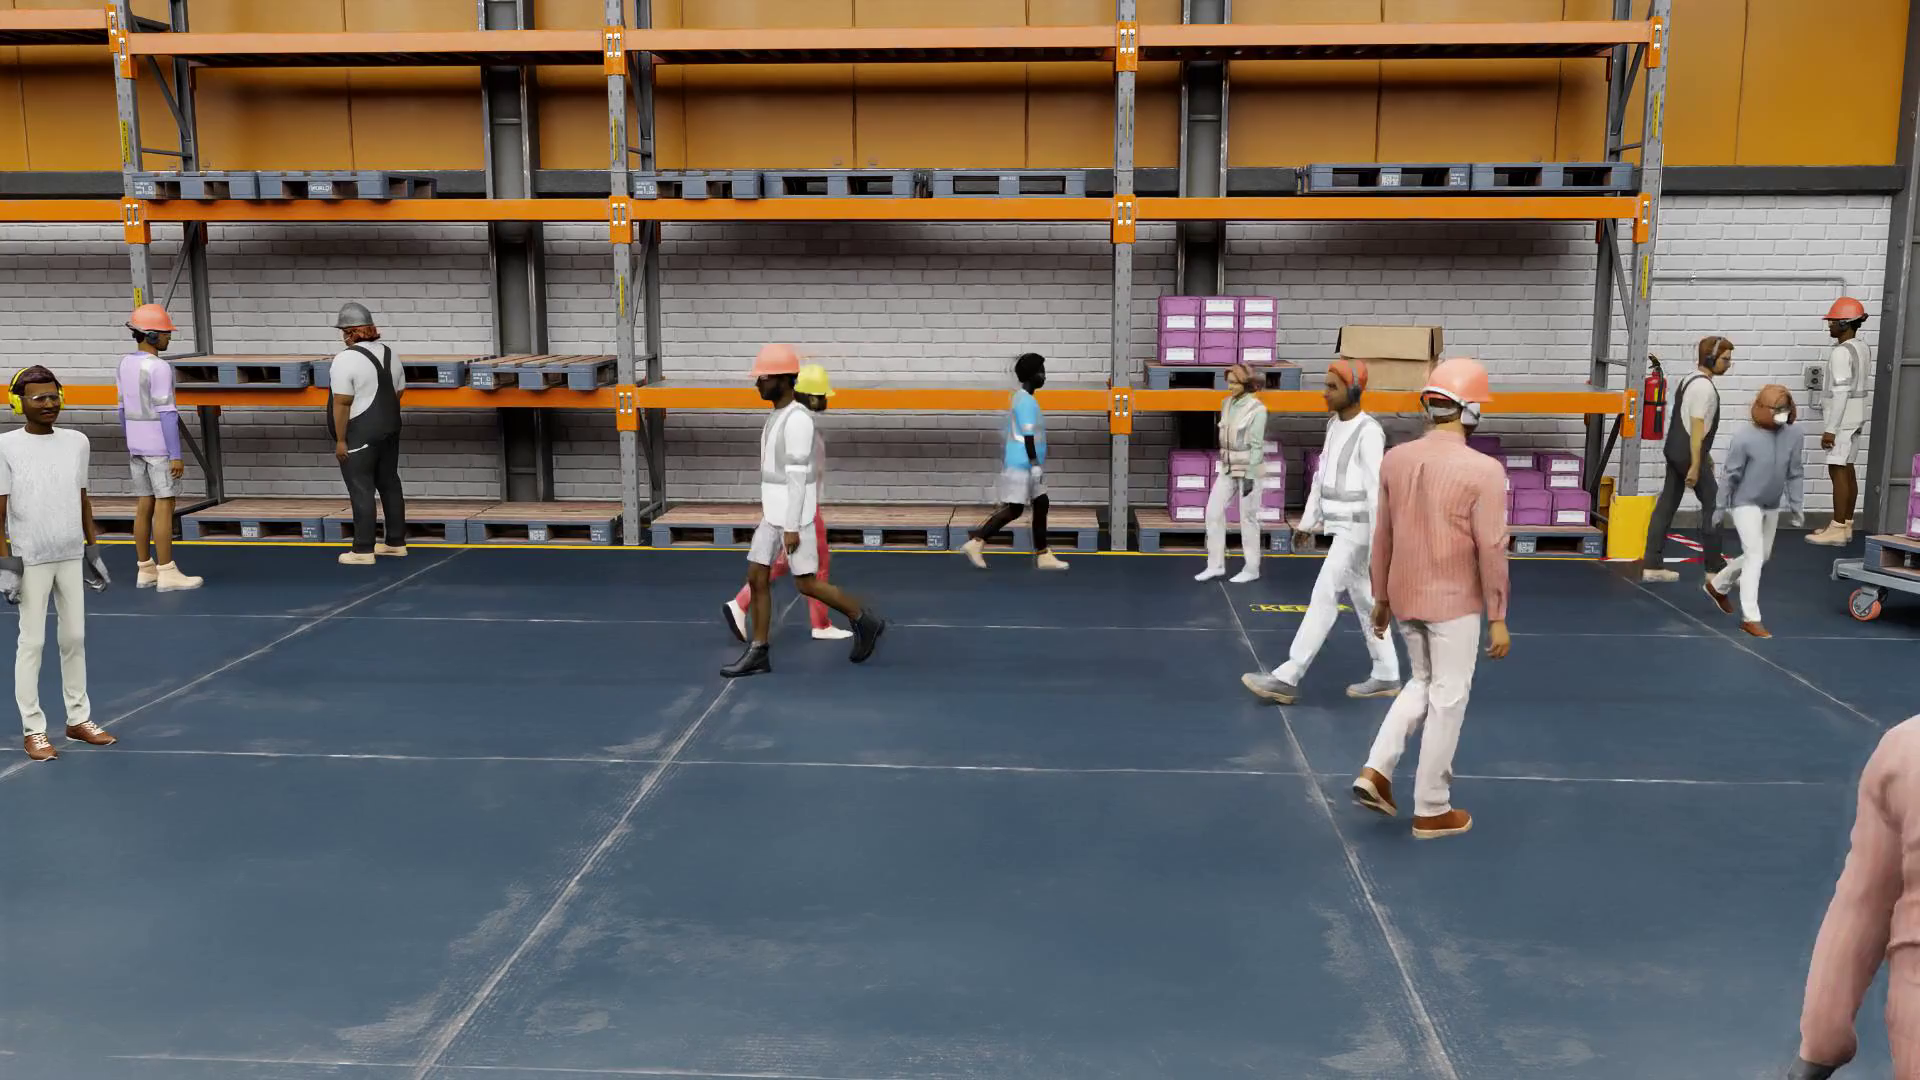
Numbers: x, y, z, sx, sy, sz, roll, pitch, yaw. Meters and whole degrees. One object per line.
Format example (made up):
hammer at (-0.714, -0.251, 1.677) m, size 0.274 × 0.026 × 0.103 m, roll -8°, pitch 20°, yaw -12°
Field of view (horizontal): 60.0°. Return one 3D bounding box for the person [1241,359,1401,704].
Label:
person at (1.958, -0.037, 8.848) m, size 0.970 × 1.835 × 0.583 m, roll 0°, pitch 10°, yaw -2°

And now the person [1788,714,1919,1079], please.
person at (1.958, 0.960, 2.973) m, size 0.983 × 1.851 × 0.688 m, roll -6°, pitch 11°, yaw -30°

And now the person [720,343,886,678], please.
person at (-0.901, -0.170, 9.449) m, size 0.907 × 1.900 × 0.549 m, roll -5°, pitch 11°, yaw -25°

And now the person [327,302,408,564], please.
person at (-4.664, -0.846, 12.991) m, size 0.536 × 2.000 × 0.683 m, roll 4°, pitch 10°, yaw 21°

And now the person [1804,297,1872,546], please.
person at (7.247, -0.971, 13.715) m, size 0.391 × 2.045 × 0.608 m, roll 9°, pitch 13°, yaw 43°

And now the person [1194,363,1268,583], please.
person at (1.966, -0.464, 11.969) m, size 0.618 × 1.611 × 0.532 m, roll -5°, pitch 11°, yaw -27°

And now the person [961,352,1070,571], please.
person at (0.413, -0.578, 12.502) m, size 0.768 × 1.670 × 0.534 m, roll 1°, pitch 10°, yaw 7°

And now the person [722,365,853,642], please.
person at (-1.048, -0.207, 10.139) m, size 0.758 × 1.730 × 0.533 m, roll -4°, pitch 11°, yaw -23°

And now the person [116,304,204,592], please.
person at (-5.723, -0.657, 11.880) m, size 0.614 × 2.040 × 0.391 m, roll 7°, pitch 12°, yaw 36°

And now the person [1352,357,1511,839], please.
person at (1.946, 0.250, 6.754) m, size 0.462 × 1.973 × 0.628 m, roll -6°, pitch 11°, yaw -30°

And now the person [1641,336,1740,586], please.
person at (5.373, -0.564, 12.017) m, size 0.825 × 1.801 × 0.550 m, roll 1°, pitch 10°, yaw 3°

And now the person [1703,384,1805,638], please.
person at (5.009, -0.217, 10.612) m, size 0.510 × 1.593 × 0.684 m, roll -3°, pitch 10°, yaw -17°

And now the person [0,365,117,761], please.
person at (-4.338, 0.101, 7.948) m, size 0.329 × 1.872 × 0.511 m, roll 6°, pitch 11°, yaw 31°
